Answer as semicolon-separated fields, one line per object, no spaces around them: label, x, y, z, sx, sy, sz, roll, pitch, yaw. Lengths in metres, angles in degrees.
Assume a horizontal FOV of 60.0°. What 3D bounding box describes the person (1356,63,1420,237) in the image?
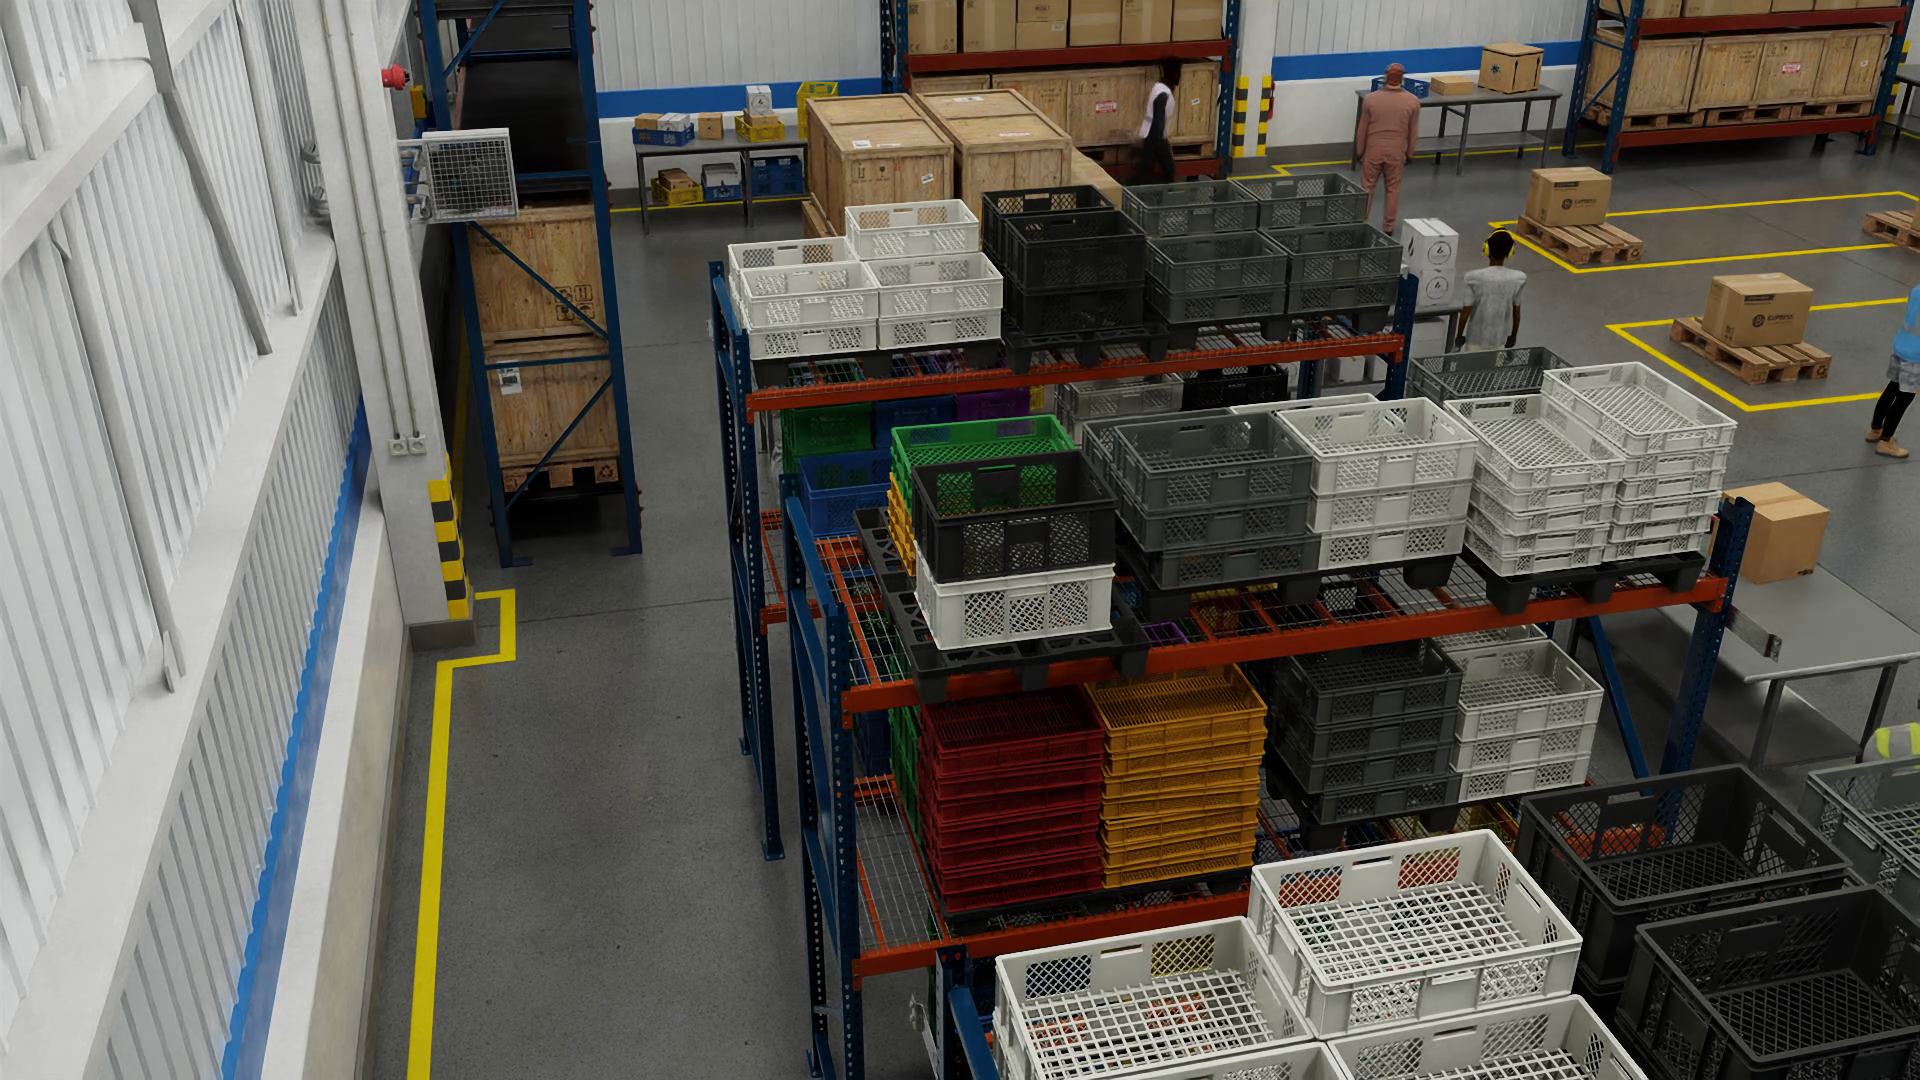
person;4.728;-4.335;18.514;0.654;1.900;0.397;4;28;8

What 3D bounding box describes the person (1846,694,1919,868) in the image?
person;4.368;1.388;7.712;0.635;1.840;0.429;2;28;5

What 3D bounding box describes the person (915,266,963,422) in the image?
person;-0.138;-1.217;12.629;0.396;1.865;0.679;-15;32;-27

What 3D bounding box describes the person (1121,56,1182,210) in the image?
person;2.208;-4.631;19.114;0.976;1.869;0.645;6;28;10

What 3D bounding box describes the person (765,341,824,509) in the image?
person;-1.202;-0.971;12.090;0.371;1.935;0.627;-23;35;-36

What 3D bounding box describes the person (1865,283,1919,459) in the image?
person;7.662;-1.491;13.331;0.320;1.692;0.533;4;28;8

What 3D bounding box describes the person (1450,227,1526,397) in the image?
person;4.192;-1.576;13.305;0.512;1.872;0.330;1;28;1
